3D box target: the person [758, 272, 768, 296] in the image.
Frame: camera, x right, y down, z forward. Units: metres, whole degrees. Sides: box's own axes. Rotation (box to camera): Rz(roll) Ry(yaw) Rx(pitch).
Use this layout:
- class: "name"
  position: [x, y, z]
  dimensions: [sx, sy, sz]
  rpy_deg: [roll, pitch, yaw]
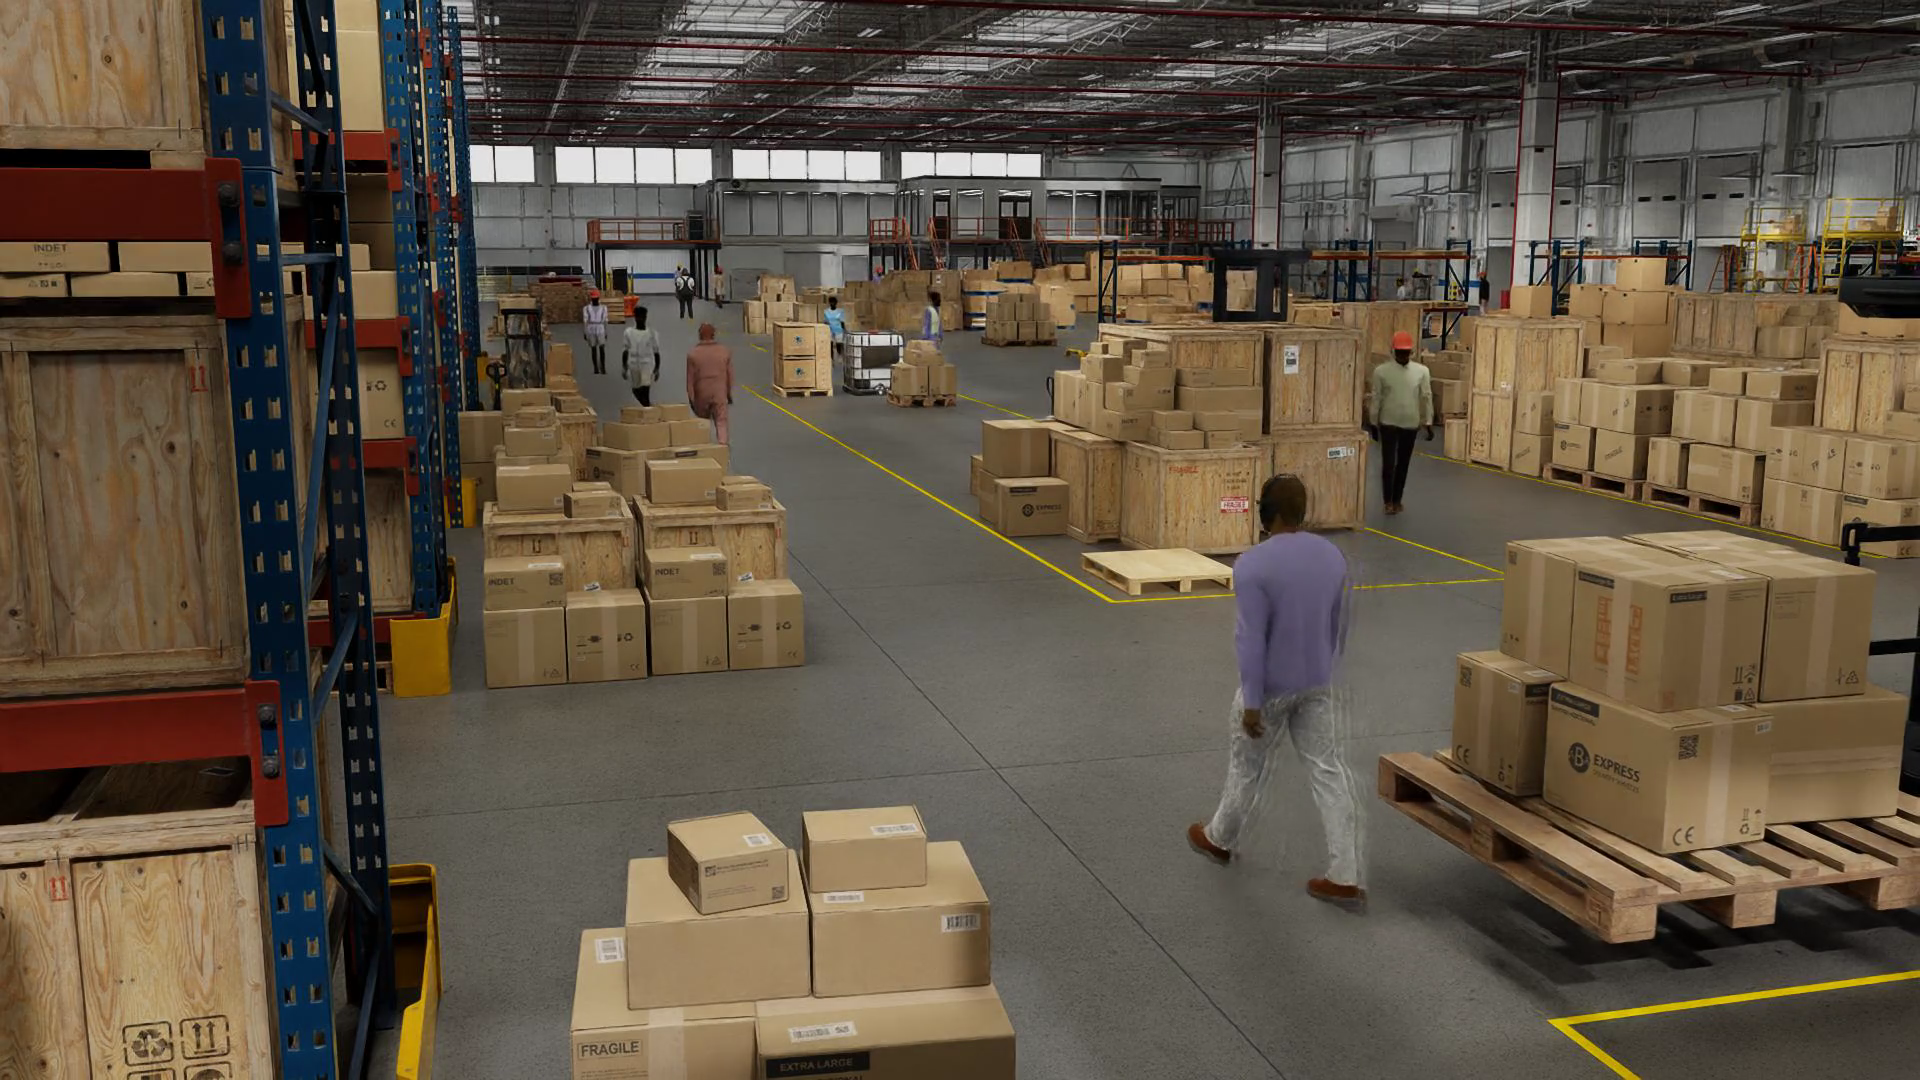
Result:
- class: "person"
  position: [-7.375, -9.193, 63.032]
  dimensions: [0.644, 1.900, 0.999]
  rpy_deg: [2, 10, 9]

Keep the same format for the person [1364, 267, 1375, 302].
- class: "person"
  position: [19.212, -11.959, 78.475]
  dimensions: [0.895, 1.960, 0.655]
  rpy_deg: [7, 12, 35]

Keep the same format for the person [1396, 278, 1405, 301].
- class: "person"
  position: [14.268, -7.584, 54.044]
  dimensions: [0.439, 1.851, 0.497]
  rpy_deg: [6, 12, 30]

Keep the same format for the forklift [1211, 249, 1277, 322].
- class: "forklift"
  position: [4.096, -2.845, 24.282]
  dimensions: [1.129, 2.768, 1.873]
  rpy_deg: [9, 14, 42]

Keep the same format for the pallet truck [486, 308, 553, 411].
- class: "pallet truck"
  position: [-6.242, -2.418, 24.362]
  dimensions: [0.823, 1.965, 1.885]
  rpy_deg: [1, 10, 3]

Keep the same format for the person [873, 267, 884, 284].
- class: "person"
  position: [-3.442, -10.824, 72.068]
  dimensions: [0.707, 1.972, 1.023]
  rpy_deg: [-7, 12, -35]

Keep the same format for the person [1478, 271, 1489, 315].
- class: "person"
  position: [18.861, -8.696, 59.991]
  dimensions: [0.437, 1.981, 0.629]
  rpy_deg: [9, 14, 43]

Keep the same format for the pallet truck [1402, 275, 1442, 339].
- class: "pallet truck"
  position: [14.620, -7.324, 52.145]
  dimensions: [0.823, 1.965, 1.885]
  rpy_deg: [8, 13, 40]

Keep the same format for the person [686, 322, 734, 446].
- class: "person"
  position: [-3.259, -1.901, 21.771]
  dimensions: [0.634, 1.884, 0.842]
  rpy_deg: [-2, 10, -14]

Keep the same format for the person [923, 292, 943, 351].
- class: "person"
  position: [-0.645, -4.569, 36.925]
  dimensions: [0.997, 1.874, 0.607]
  rpy_deg: [4, 11, 20]

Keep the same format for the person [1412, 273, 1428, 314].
- class: "person"
  position: [17.654, -9.318, 63.879]
  dimensions: [0.630, 1.843, 0.429]
  rpy_deg: [5, 11, 24]

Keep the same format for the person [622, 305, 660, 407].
- class: "person"
  position: [-5.073, -2.788, 26.627]
  dimensions: [0.595, 1.942, 0.864]
  rpy_deg: [2, 10, 9]

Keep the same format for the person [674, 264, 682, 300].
- class: "person"
  position: [-15.166, -13.928, 89.765]
  dimensions: [0.377, 1.918, 0.585]
  rpy_deg: [7, 12, 33]

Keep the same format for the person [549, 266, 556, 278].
- class: "person"
  position: [-20.827, -13.134, 85.464]
  dimensions: [0.572, 1.854, 0.805]
  rpy_deg: [8, 13, 39]

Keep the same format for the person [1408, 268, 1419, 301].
- class: "person"
  position: [20.020, -10.989, 73.162]
  dimensions: [0.587, 1.910, 0.573]
  rpy_deg: [2, 10, 13]

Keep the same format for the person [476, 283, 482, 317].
- class: "person"
  position: [-19.569, -9.813, 67.000]
  dimensions: [0.545, 1.719, 0.883]
  rpy_deg: [-1, 10, -4]

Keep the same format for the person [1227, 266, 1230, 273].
- class: "person"
  position: [15.886, -15.505, 98.755]
  dimensions: [0.377, 1.908, 0.753]
  rpy_deg: [-3, 10, -17]

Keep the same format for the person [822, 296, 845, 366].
- class: "person"
  position: [-3.035, -5.015, 39.954]
  dimensions: [0.543, 1.679, 0.431]
  rpy_deg: [1, 10, 6]

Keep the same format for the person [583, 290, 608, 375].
- class: "person"
  position: [-8.144, -4.635, 37.216]
  dimensions: [0.554, 1.885, 0.965]
  rpy_deg: [-2, 10, -12]

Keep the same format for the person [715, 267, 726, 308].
- class: "person"
  position: [-11.111, -11.702, 77.162]
  dimensions: [0.543, 1.914, 0.422]
  rpy_deg: [-6, 12, -30]

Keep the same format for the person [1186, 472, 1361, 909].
- class: "person"
  position: [1.453, 0.637, 7.414]
  dimensions: [0.652, 1.880, 1.035]
  rpy_deg: [-5, 11, -28]

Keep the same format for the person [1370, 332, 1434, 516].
- class: "person"
  position: [4.726, -1.231, 17.753]
  dimensions: [0.632, 1.944, 0.978]
  rpy_deg: [1, 10, 5]

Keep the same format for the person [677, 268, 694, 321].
- class: "person"
  position: [-10.637, -9.511, 64.406]
  dimensions: [0.689, 2.000, 0.538]
  rpy_deg: [-3, 10, -16]

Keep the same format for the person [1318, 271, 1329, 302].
- class: "person"
  position: [18.125, -12.566, 82.735]
  dimensions: [0.535, 1.678, 0.599]
  rpy_deg: [-6, 12, -30]
